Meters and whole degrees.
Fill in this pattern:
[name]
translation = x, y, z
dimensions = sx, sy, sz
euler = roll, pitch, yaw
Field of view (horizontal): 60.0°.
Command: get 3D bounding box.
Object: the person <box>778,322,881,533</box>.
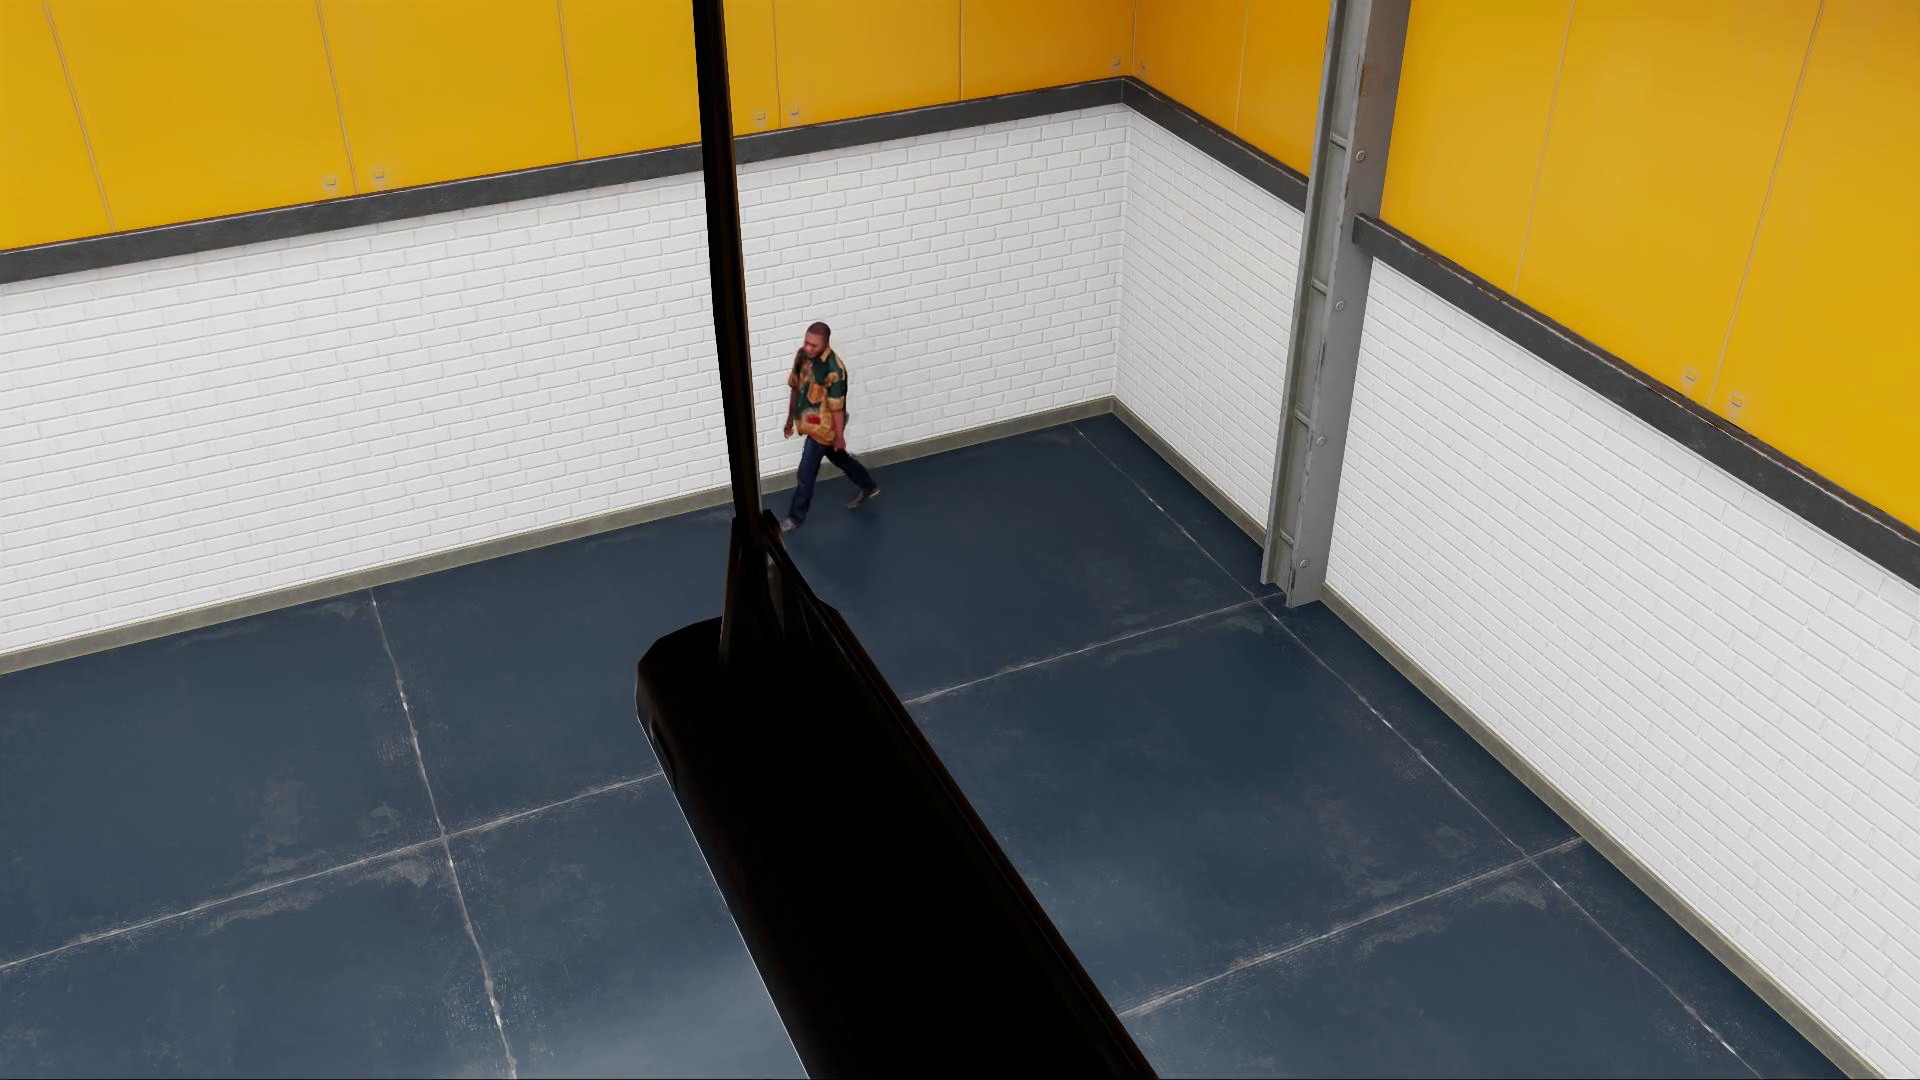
[person]
translation = -0.993, -0.919, 12.922
dimensions = 0.822, 1.763, 1.185
euler = -18, 38, -26
